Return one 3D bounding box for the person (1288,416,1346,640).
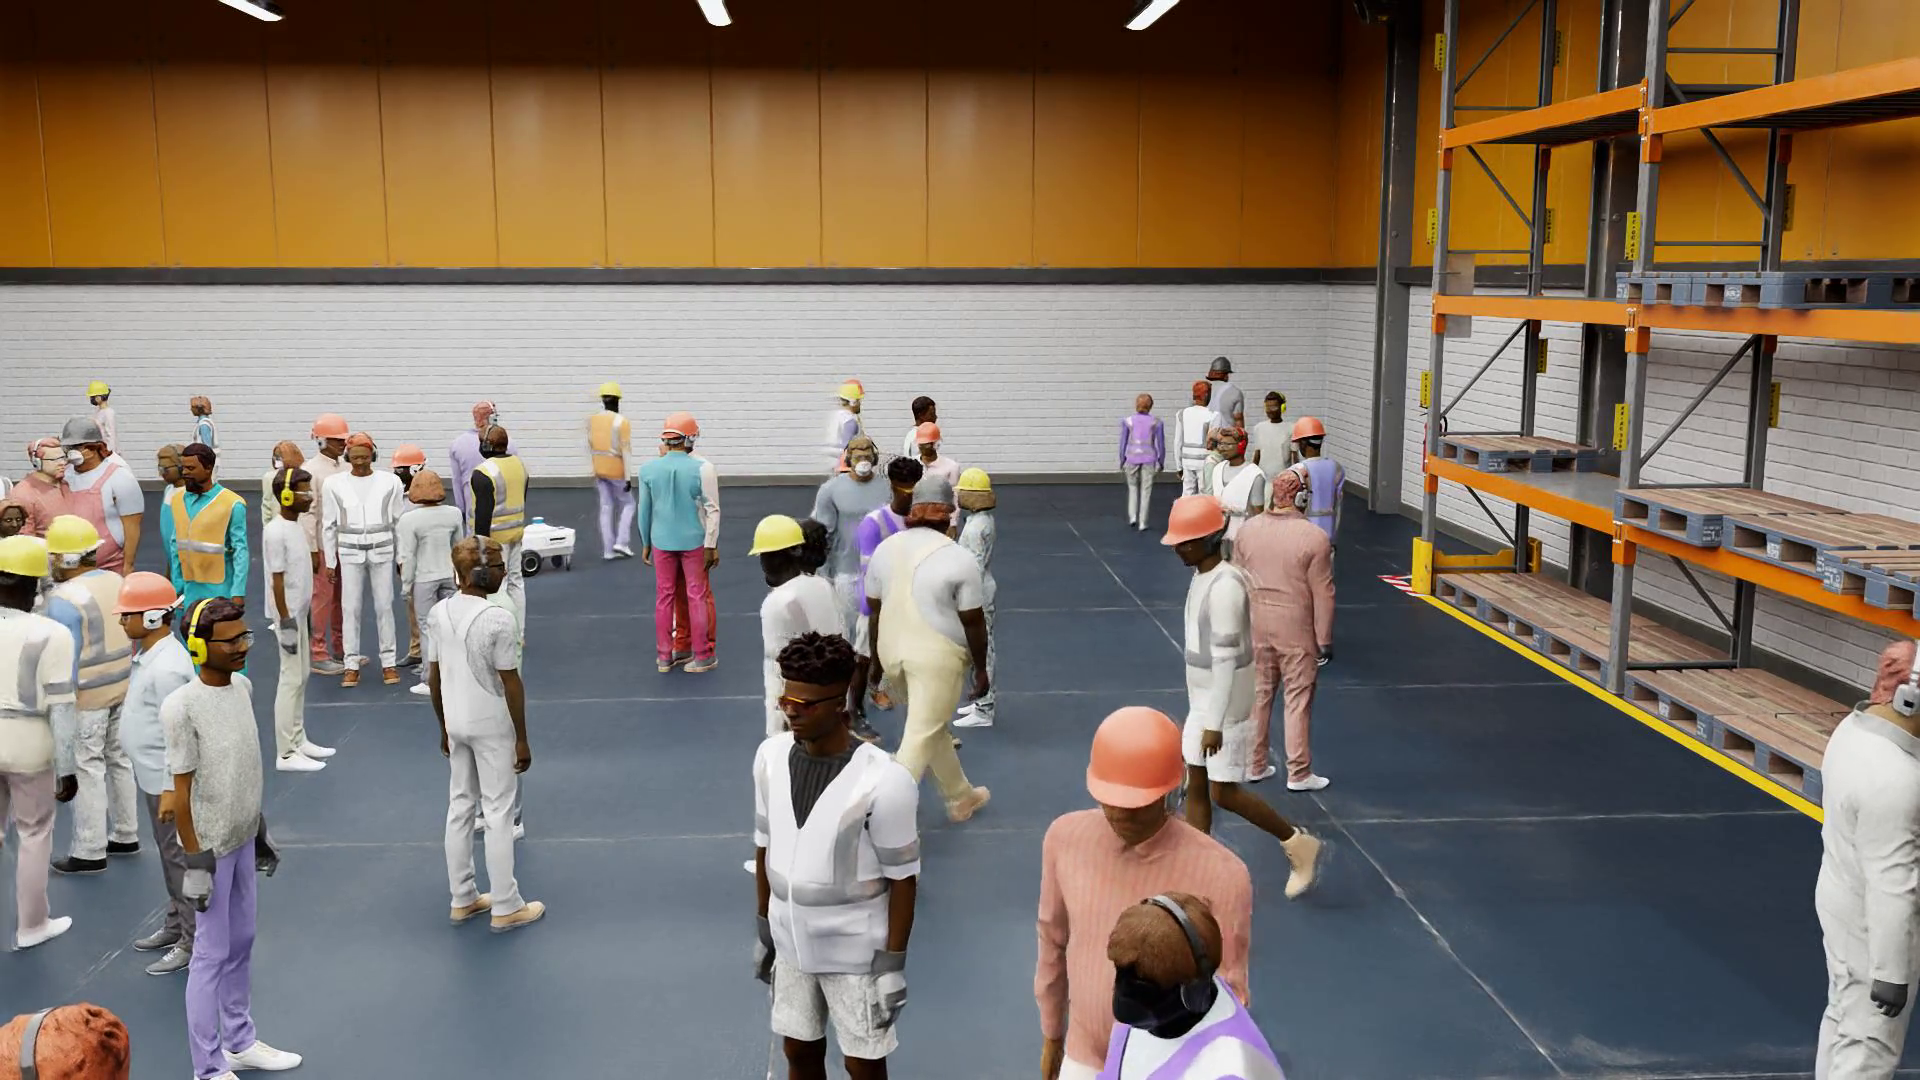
[{"bbox_3d":[2.733,-0.003,13.028,0.543,1.928,0.374,-5,10,-28],"label":"person"}]

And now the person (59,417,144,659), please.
[{"bbox_3d":[-6.159,0.142,11.768,0.679,2.000,0.537,1,9,9],"label":"person"}]

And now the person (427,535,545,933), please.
[{"bbox_3d":[-2.202,0.891,7.684,0.513,1.842,0.334,4,10,26],"label":"person"}]

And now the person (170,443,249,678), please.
[{"bbox_3d":[-5.021,0.303,11.146,0.588,1.918,0.392,3,10,18],"label":"person"}]

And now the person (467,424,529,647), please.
[{"bbox_3d":[-3.712,-0.008,13.335,0.429,1.843,0.631,3,9,17],"label":"person"}]

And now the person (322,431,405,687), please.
[{"bbox_3d":[-4.377,0.140,12.259,0.586,1.886,0.341,-3,10,-19],"label":"person"}]

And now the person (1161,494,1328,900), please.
[{"bbox_3d":[1.327,0.772,7.920,0.789,2.008,0.645,-1,9,-5],"label":"person"}]

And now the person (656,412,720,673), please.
[{"bbox_3d":[-2.099,0.015,12.716,0.622,1.990,0.398,8,12,42],"label":"person"}]

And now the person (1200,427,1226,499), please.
[{"bbox_3d":[2.346,-0.219,15.297,0.310,1.636,0.523,3,9,16],"label":"person"}]

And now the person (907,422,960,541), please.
[{"bbox_3d":[-0.280,-0.166,14.606,0.563,1.750,0.327,2,9,15],"label":"person"}]

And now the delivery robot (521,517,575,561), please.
[{"bbox_3d":[-4.292,0.011,16.945,0.707,0.478,0.477,-8,12,-42],"label":"delivery robot"}]

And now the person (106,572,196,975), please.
[{"bbox_3d":[-3.492,1.001,7.271,0.329,1.751,0.571,-6,11,-33],"label":"person"}]

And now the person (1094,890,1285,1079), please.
[{"bbox_3d":[0.508,1.578,3.603,0.947,1.772,0.677,-2,9,-13],"label":"person"}]

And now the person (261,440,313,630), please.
[{"bbox_3d":[-5.695,-0.039,14.179,0.498,1.633,0.284,0,9,3],"label":"person"}]

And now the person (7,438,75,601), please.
[{"bbox_3d":[-6.272,0.241,11.564,0.409,1.906,0.651,1,9,5],"label":"person"}]

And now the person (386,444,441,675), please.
[{"bbox_3d":[-4.158,0.141,12.668,0.331,1.750,0.572,-9,12,-43],"label":"person"}]

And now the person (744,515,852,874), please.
[{"bbox_3d":[-0.660,0.813,8.112,0.903,1.876,0.609,3,10,19],"label":"person"}]

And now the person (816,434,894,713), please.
[{"bbox_3d":[-0.680,0.232,11.521,0.638,1.938,0.357,-3,10,-20],"label":"person"}]

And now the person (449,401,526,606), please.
[{"bbox_3d":[-4.229,-0.301,14.978,0.642,1.907,0.409,1,9,5],"label":"person"}]

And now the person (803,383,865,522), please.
[{"bbox_3d":[-1.392,-0.874,18.882,0.723,1.811,0.604,-5,10,-27],"label":"person"}]

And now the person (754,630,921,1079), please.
[{"bbox_3d":[-0.402,1.237,5.125,0.608,1.965,0.369,6,11,34],"label":"person"}]

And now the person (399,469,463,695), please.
[{"bbox_3d":[-3.814,0.301,12.033,0.282,1.636,0.500,7,12,39],"label":"person"}]

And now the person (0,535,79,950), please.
[{"bbox_3d":[-4.165,0.937,7.224,0.617,1.895,0.750,0,9,2],"label":"person"}]

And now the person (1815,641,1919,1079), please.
[{"bbox_3d":[2.951,1.245,5.315,0.401,1.894,0.654,3,10,20],"label":"person"}]

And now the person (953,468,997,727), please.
[{"bbox_3d":[0.096,0.381,11.196,0.295,1.744,0.491,1,9,7],"label":"person"}]

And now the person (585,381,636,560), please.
[{"bbox_3d":[-3.689,-0.731,17.693,0.596,1.903,0.476,4,10,22],"label":"person"}]

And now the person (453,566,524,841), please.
[{"bbox_3d":[-2.527,0.811,8.843,0.507,1.631,0.266,7,11,36],"label":"person"}]

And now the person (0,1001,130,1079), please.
[{"bbox_3d":[-1.391,1.653,2.763,0.354,1.886,0.572,-4,10,-25],"label":"person"}]

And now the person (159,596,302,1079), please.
[{"bbox_3d":[-2.688,1.125,6.125,0.329,1.873,0.515,1,9,5],"label":"person"}]

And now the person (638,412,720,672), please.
[{"bbox_3d":[-2.129,0.019,12.681,0.624,1.992,0.390,1,9,4],"label":"person"}]

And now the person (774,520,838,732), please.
[{"bbox_3d":[-0.841,0.733,9.130,0.322,1.696,0.536,-6,11,-33],"label":"person"}]

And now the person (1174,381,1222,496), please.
[{"bbox_3d":[2.611,-0.795,18.141,0.584,1.882,0.337,7,12,39],"label":"person"}]

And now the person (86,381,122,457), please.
[{"bbox_3d":[-10.278,-1.027,20.001,0.339,1.761,0.524,-8,12,-40],"label":"person"}]

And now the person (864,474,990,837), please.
[{"bbox_3d":[-0.156,0.597,8.911,0.689,2.000,1.011,8,12,43],"label":"person"}]

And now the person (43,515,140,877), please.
[{"bbox_3d":[-4.416,0.776,8.445,0.404,1.830,0.614,0,9,1],"label":"person"}]

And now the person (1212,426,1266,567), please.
[{"bbox_3d":[2.178,0.021,13.148,0.384,1.842,0.569,-6,11,-31],"label":"person"}]

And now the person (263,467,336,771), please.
[{"bbox_3d":[-4.076,0.483,10.196,0.318,1.861,0.503,-1,9,-8],"label":"person"}]

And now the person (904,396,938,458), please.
[{"bbox_3d":[-0.379,-0.372,15.378,0.375,1.917,0.598,0,9,-3],"label":"person"}]

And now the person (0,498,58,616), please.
[{"bbox_3d":[-5.978,0.545,10.531,0.520,1.633,0.315,-7,12,-39],"label":"person"}]

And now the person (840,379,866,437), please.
[{"bbox_3d":[-1.323,-1.101,20.471,0.342,1.748,0.573,-3,9,-17],"label":"person"}]

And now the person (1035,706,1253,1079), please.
[{"bbox_3d":[0.439,1.371,4.297,0.650,1.960,0.713,5,10,29],"label":"person"}]

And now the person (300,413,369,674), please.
[{"bbox_3d":[-4.772,0.025,12.683,0.408,1.986,0.621,2,9,14],"label":"person"}]

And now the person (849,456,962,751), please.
[{"bbox_3d":[-0.399,0.407,10.530,0.609,1.896,1.014,-8,12,-41],"label":"person"}]

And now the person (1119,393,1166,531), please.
[{"bbox_3d":[2.179,-0.934,19.806,0.543,1.621,0.525,2,9,13],"label":"person"}]

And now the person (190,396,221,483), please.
[{"bbox_3d":[-8.712,-0.848,19.238,0.310,1.638,0.523,-4,10,-23],"label":"person"}]

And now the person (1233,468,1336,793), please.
[{"bbox_3d":[1.926,0.523,9.792,0.655,1.906,0.407,9,12,43],"label":"person"}]

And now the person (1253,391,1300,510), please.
[{"bbox_3d":[3.207,-0.584,16.874,0.547,1.868,0.310,6,11,33],"label":"person"}]

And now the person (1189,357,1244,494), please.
[{"bbox_3d":[3.189,-1.252,20.519,0.683,2.000,0.536,5,10,26],"label":"person"}]
